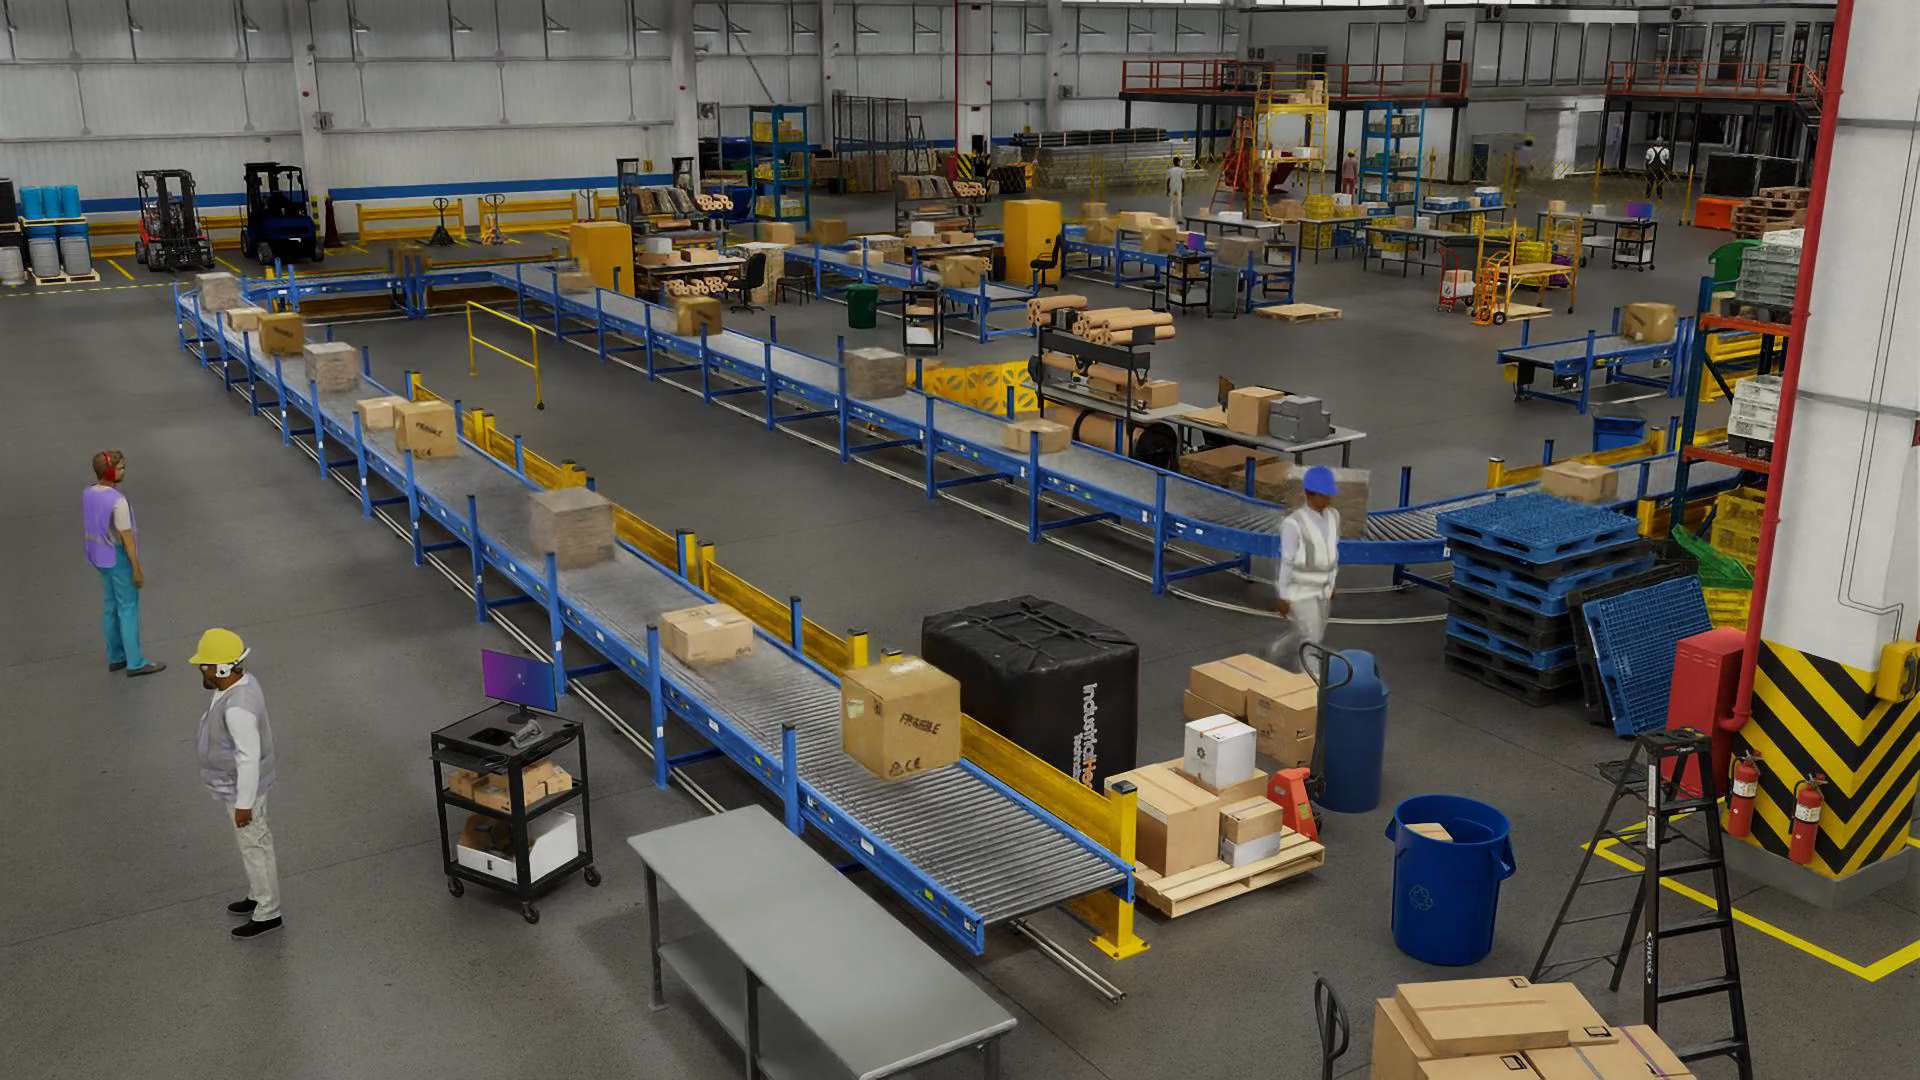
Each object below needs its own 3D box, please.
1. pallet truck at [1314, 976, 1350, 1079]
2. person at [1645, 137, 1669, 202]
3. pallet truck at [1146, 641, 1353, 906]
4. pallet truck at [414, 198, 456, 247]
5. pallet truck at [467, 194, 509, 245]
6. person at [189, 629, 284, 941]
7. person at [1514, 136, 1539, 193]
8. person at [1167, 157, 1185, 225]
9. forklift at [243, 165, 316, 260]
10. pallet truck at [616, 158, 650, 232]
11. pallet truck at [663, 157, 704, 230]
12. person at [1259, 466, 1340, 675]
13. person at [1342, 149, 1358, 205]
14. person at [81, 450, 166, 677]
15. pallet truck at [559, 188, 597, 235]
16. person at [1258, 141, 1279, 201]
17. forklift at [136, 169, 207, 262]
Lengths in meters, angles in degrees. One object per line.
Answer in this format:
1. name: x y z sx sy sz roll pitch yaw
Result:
1. pallet truck: 2.299 2.390 7.086 1.601 1.201 0.680 -2 17 -7
2. person: 22.157 -11.791 52.883 0.688 2.000 0.539 8 19 25
3. pallet truck: 1.664 1.407 10.232 1.630 1.274 0.653 -10 20 -31
4. pallet truck: -13.250 -8.060 41.856 0.680 1.201 1.601 -10 20 -31
5. pallet truck: -11.983 -8.177 42.137 0.704 1.261 1.522 -11 20 -33
6. person: -4.093 1.370 9.441 0.404 1.831 0.600 -8 18 -24
7. person: 19.112 -12.642 55.986 1.019 1.873 0.604 15 22 40
8. person: 6.005 -9.715 46.280 0.519 1.865 0.326 5 17 15
9. forklift: -15.898 -7.669 38.708 1.157 1.987 2.680 -11 20 -33
10. pallet truck: -8.918 -9.176 44.255 0.823 1.965 1.885 -9 19 -27
11. pallet truck: -7.586 -9.308 44.692 0.823 1.965 1.885 -11 20 -33
12. person: 2.618 0.342 12.712 0.614 1.925 0.802 -13 21 -37
13. person: 11.958 -11.096 51.055 0.518 1.756 0.344 9 19 27
14. person: -6.774 0.193 13.337 0.572 1.843 0.373 11 20 33
15. pallet truck: -10.010 -8.652 43.699 0.653 1.274 1.630 -10 20 -31
16. person: 9.925 -11.786 53.190 0.596 1.848 0.904 -9 19 -29
17. forklift: -17.842 -7.318 37.559 1.157 1.987 2.680 -10 20 -31
